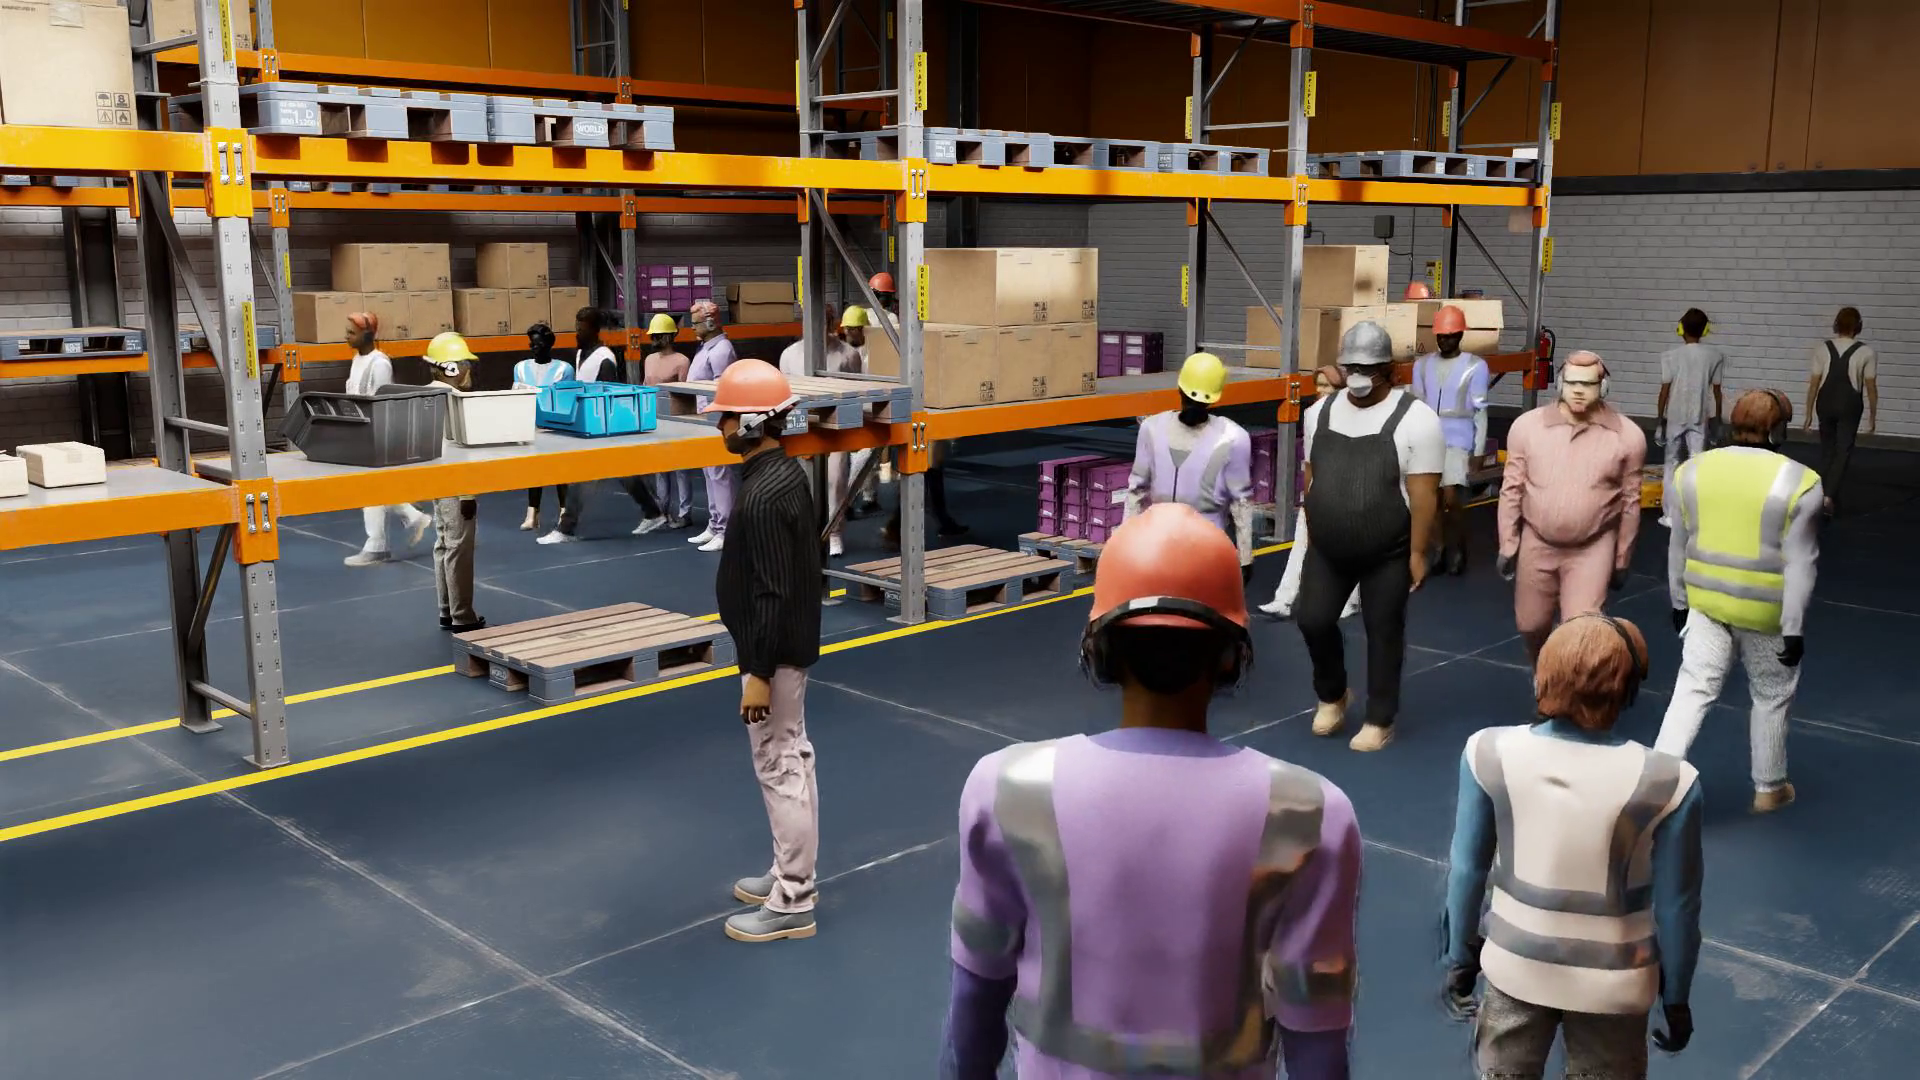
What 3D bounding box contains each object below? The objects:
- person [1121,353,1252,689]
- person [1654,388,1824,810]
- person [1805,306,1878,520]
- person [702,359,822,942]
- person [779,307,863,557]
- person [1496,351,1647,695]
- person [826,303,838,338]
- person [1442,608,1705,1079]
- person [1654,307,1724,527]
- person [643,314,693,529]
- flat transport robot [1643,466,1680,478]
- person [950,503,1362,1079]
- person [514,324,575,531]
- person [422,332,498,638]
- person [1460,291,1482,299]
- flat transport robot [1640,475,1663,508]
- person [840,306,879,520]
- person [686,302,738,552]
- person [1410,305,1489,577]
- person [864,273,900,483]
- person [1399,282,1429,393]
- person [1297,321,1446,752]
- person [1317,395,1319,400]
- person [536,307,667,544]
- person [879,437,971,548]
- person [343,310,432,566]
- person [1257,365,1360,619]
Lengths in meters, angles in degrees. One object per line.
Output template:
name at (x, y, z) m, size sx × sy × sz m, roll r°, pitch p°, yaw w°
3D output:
person at (1.124, -0.005, 8.199) m, size 0.638 × 1.857 × 1.021 m, roll 8°, pitch 13°, yaw 38°
person at (3.150, 0.278, 6.783) m, size 0.930 × 1.808 × 0.634 m, roll -8°, pitch 13°, yaw -37°
person at (7.525, -1.088, 14.234) m, size 0.521 × 1.811 × 0.924 m, roll 9°, pitch 14°, yaw 39°
person at (-0.668, 0.377, 5.711) m, size 0.395 × 1.993 × 0.616 m, roll 0°, pitch 10°, yaw 1°
person at (-1.078, -0.813, 12.514) m, size 0.661 × 1.875 × 0.816 m, roll 1°, pitch 10°, yaw 7°
person at (2.920, 0.023, 7.991) m, size 0.644 × 1.882 × 0.803 m, roll 5°, pitch 12°, yaw 26°
person at (-1.530, -2.004, 19.745) m, size 0.807 × 1.596 × 0.529 m, roll -9°, pitch 13°, yaw -39°
person at (1.281, 0.958, 3.558) m, size 0.519 × 1.624 × 0.475 m, roll 8°, pitch 13°, yaw 36°
person at (5.885, -0.949, 13.408) m, size 0.529 × 1.833 × 0.917 m, roll 2°, pitch 11°, yaw 11°
person at (-2.417, -0.971, 13.692) m, size 0.525 × 1.769 × 0.314 m, roll 7°, pitch 12°, yaw 33°
flat transport robot at (6.969, -0.573, 15.598) m, size 1.431 × 0.197 × 0.652 m, roll -1°, pitch 10°, yaw -7°
person at (0.292, 0.936, 2.686) m, size 0.617 × 1.994 × 0.976 m, roll 1°, pitch 10°, yaw 3°
person at (-3.373, -0.911, 13.550) m, size 0.535 × 1.697 × 0.321 m, roll 1°, pitch 10°, yaw 7°
person at (-3.017, -0.327, 9.989) m, size 0.404 × 1.836 × 0.590 m, roll -6°, pitch 12°, yaw -30°
person at (5.280, -1.727, 17.637) m, size 0.651 × 1.832 × 0.608 m, roll -6°, pitch 12°, yaw -28°
flat transport robot at (5.976, -0.499, 15.193) m, size 0.652 × 0.197 × 1.431 m, roll -2°, pitch 11°, yaw -9°
person at (-0.945, -1.077, 14.155) m, size 0.619 × 1.798 × 0.856 m, roll 8°, pitch 13°, yaw 36°
person at (-1.911, -0.867, 12.756) m, size 0.409 × 1.903 × 0.638 m, roll -3°, pitch 11°, yaw -18°
person at (3.398, -0.683, 11.683) m, size 0.562 × 1.919 × 0.417 m, roll 10°, pitch 14°, yaw 42°
person at (-0.765, -1.582, 16.264) m, size 0.382 × 2.041 × 0.616 m, roll -10°, pitch 15°, yaw -44°
person at (4.727, -1.718, 17.337) m, size 0.407 × 1.920 × 0.575 m, roll 2°, pitch 11°, yaw 9°
person at (1.867, -0.012, 7.711) m, size 0.698 × 2.000 × 0.541 m, roll 7°, pitch 13°, yaw 34°
person at (3.713, -1.464, 16.376) m, size 0.316 × 1.767 × 0.535 m, roll -7°, pitch 12°, yaw -32°
person at (-2.819, -0.908, 13.137) m, size 1.038 × 1.869 × 0.616 m, roll -4°, pitch 11°, yaw -21°
person at (-0.285, -0.905, 12.901) m, size 0.969 × 1.931 × 0.615 m, roll -9°, pitch 14°, yaw -41°
person at (-4.257, -0.749, 12.206) m, size 0.594 × 1.870 × 0.600 m, roll -7°, pitch 13°, yaw -34°
person at (2.223, -0.271, 10.288) m, size 0.808 × 1.598 × 0.545 m, roll -7°, pitch 13°, yaw -34°
